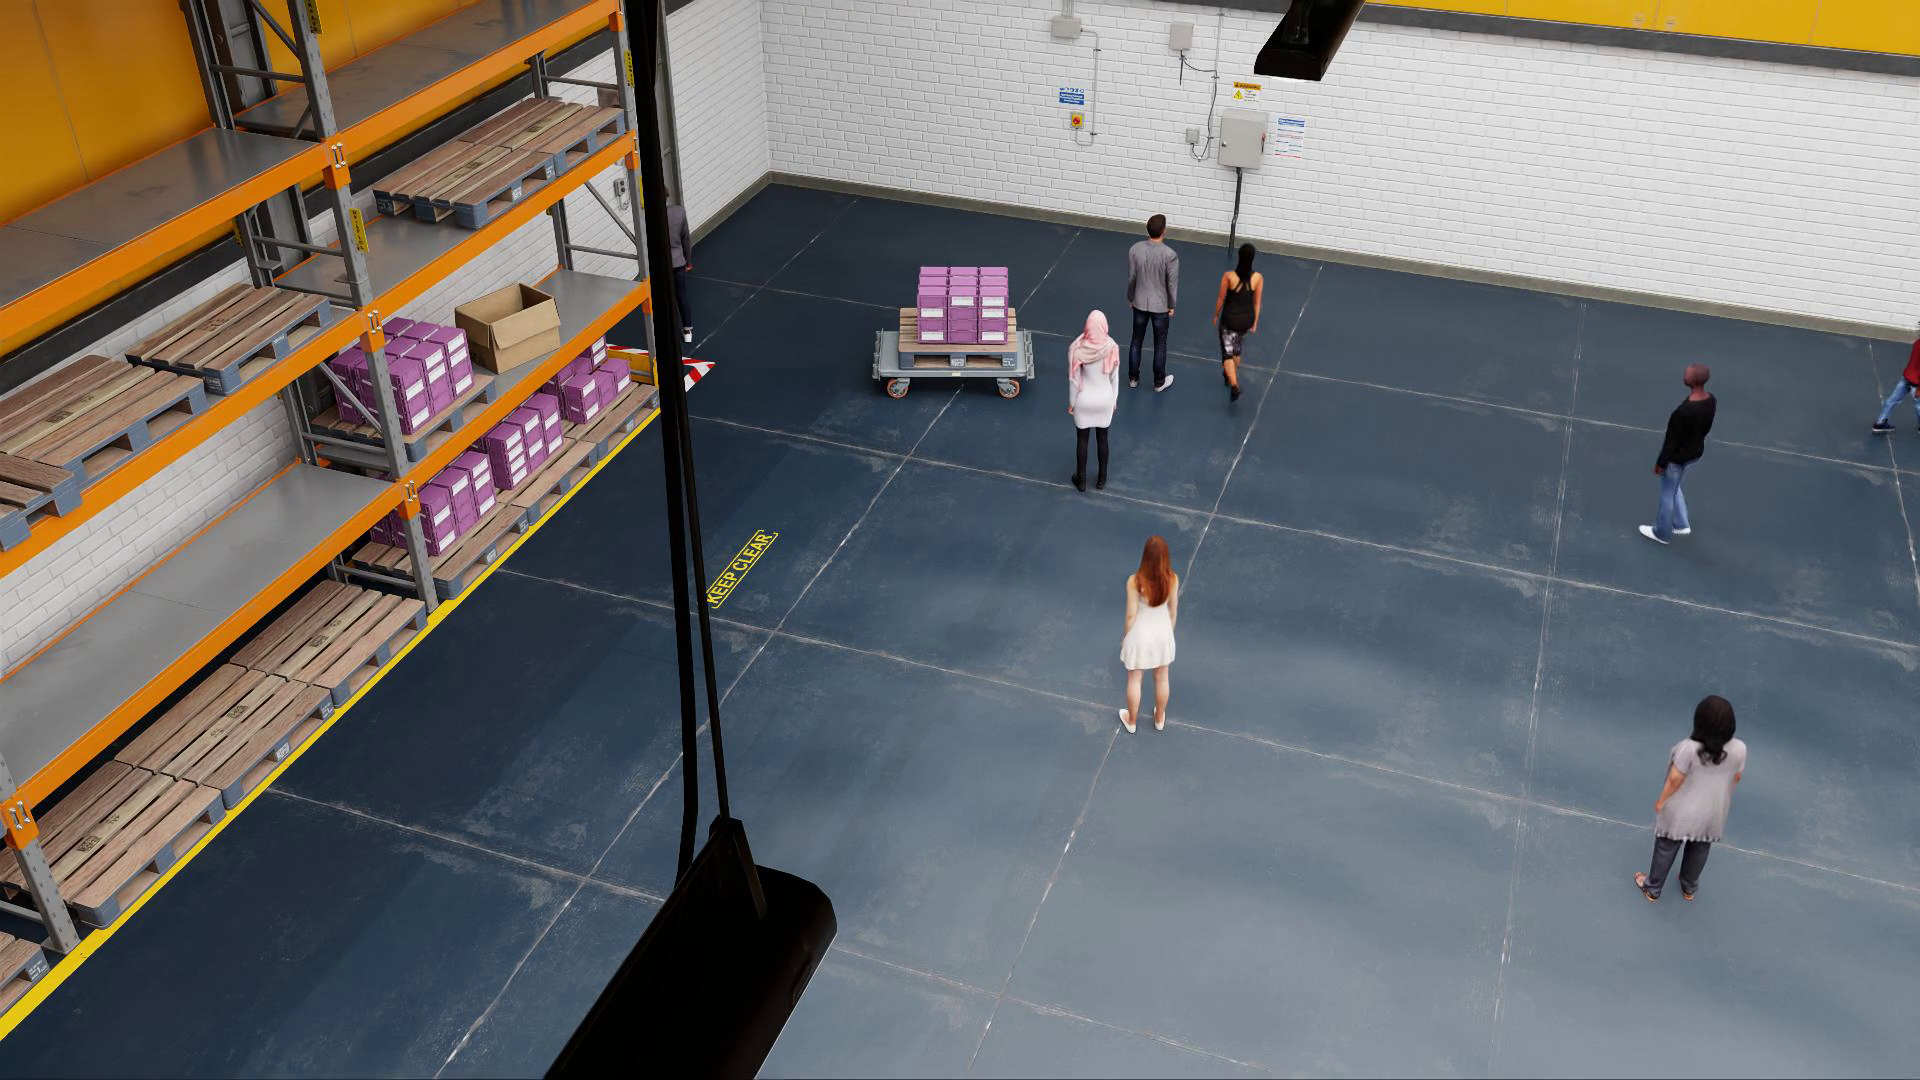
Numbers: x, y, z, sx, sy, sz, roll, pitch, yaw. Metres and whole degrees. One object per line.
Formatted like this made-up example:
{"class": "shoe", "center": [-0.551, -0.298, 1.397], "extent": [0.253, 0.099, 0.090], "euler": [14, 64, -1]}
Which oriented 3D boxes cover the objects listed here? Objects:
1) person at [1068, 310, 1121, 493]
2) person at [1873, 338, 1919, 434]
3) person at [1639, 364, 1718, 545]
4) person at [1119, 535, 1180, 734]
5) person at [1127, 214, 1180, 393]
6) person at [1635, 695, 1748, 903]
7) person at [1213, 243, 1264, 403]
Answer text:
{"class": "person", "center": [1.215, -1.265, 15.137], "extent": [0.725, 1.804, 0.738], "euler": [-3, 34, -4]}
{"class": "person", "center": [9.190, -1.553, 16.097], "extent": [0.782, 1.221, 0.862], "euler": [-2, 34, -3]}
{"class": "person", "center": [6.296, -0.696, 14.343], "extent": [0.751, 1.735, 0.816], "euler": [-20, 39, -28]}
{"class": "person", "center": [1.400, 0.697, 12.269], "extent": [0.641, 1.712, 0.662], "euler": [-4, 34, -6]}
{"class": "person", "center": [1.938, -2.390, 16.766], "extent": [0.688, 1.874, 0.608], "euler": [14, 36, 20]}
{"class": "person", "center": [4.790, 1.703, 10.844], "extent": [0.733, 1.614, 0.769], "euler": [-1, 34, -1]}
{"class": "person", "center": [2.778, -2.168, 16.641], "extent": [0.884, 1.642, 1.100], "euler": [-4, 34, -6]}
